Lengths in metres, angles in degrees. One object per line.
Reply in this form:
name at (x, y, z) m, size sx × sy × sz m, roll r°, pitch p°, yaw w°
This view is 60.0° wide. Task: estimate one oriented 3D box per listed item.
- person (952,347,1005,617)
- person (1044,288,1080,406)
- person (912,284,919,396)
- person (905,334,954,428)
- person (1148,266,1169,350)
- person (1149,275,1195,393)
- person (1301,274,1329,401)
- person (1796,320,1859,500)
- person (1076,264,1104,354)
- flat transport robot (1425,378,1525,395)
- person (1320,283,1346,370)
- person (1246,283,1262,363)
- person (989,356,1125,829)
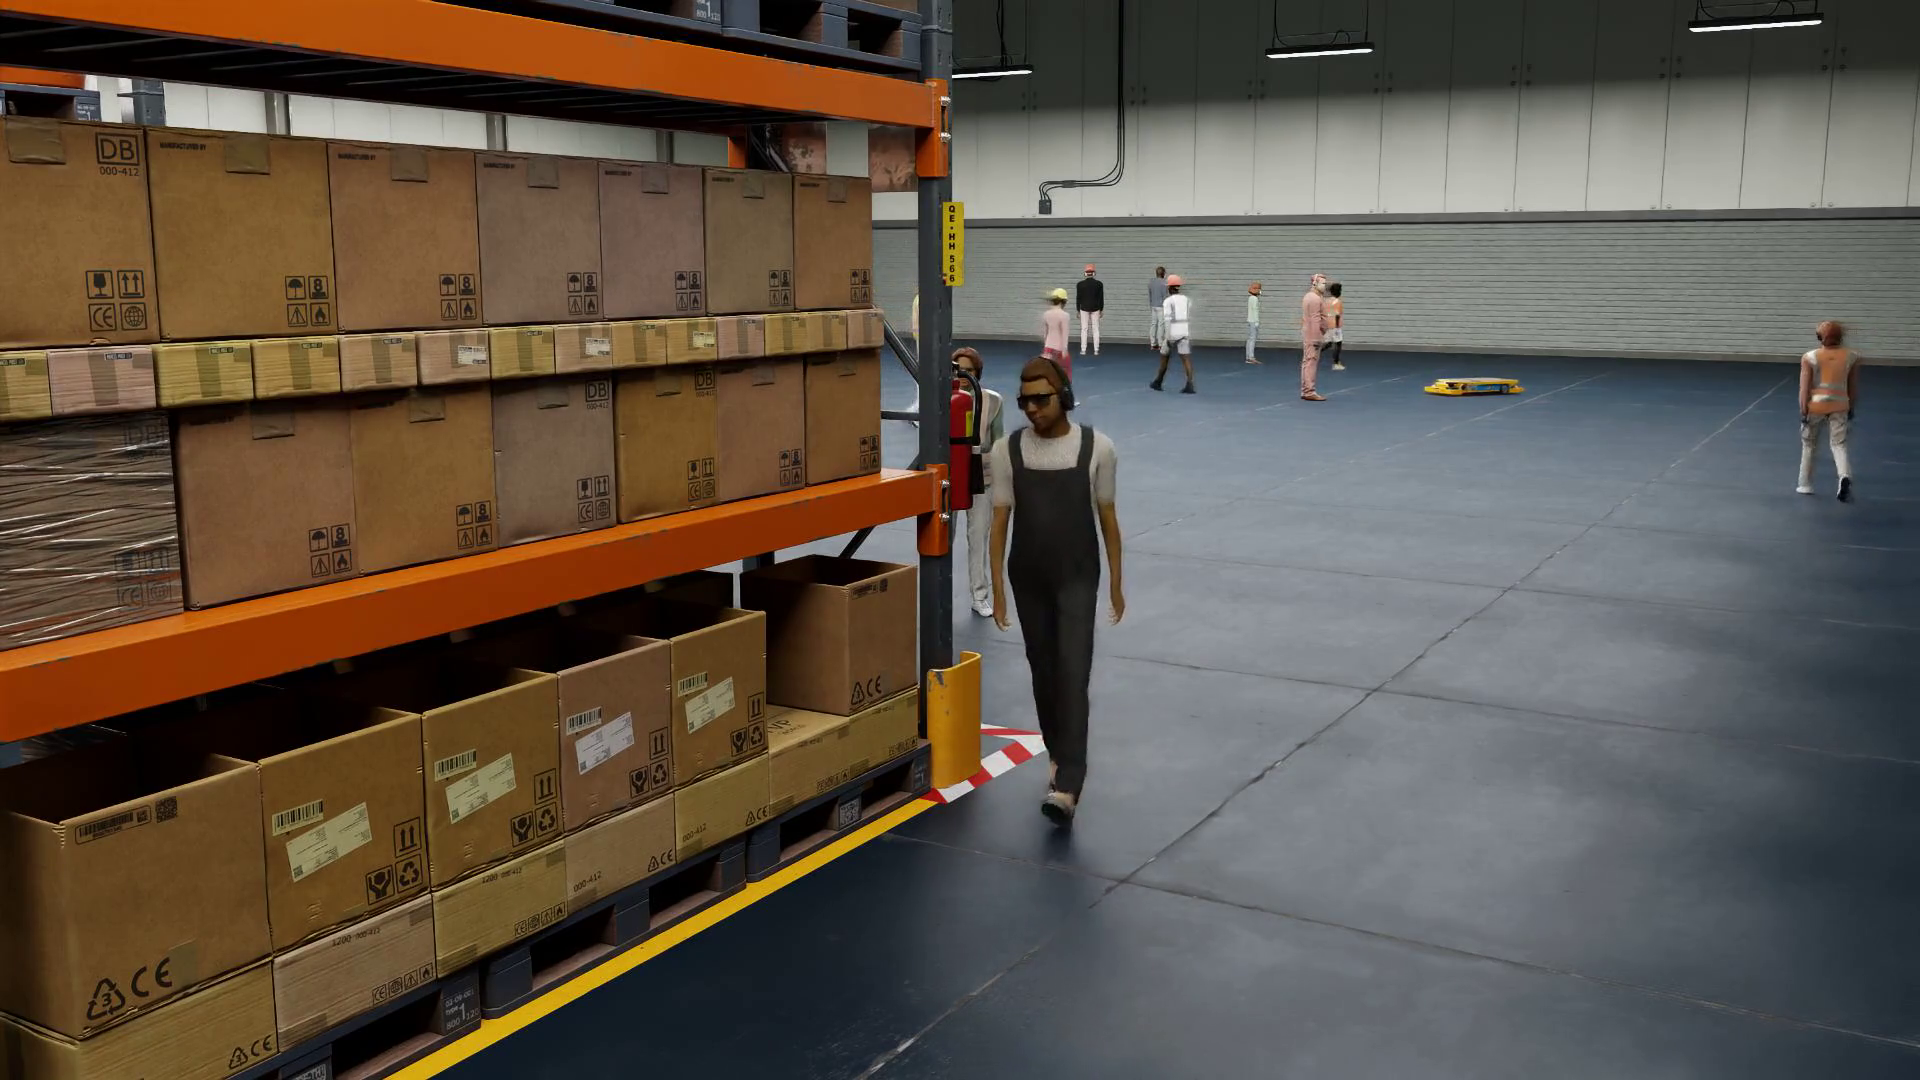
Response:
person at (0.025, -0.339, 10.003) m, size 0.523 × 1.636 × 0.310 m, roll -3°, pitch 10°, yaw -15°
person at (1.345, -2.750, 23.880) m, size 0.929 × 1.720 × 0.531 m, roll -9°, pitch 13°, yaw -43°
person at (-0.513, -3.110, 25.619) m, size 0.429 × 1.846 × 0.633 m, roll -2°, pitch 10°, yaw -10°
person at (-0.326, -2.356, 21.029) m, size 0.855 × 1.901 × 0.593 m, roll -6°, pitch 11°, yaw -30°
person at (4.641, -5.392, 38.708) m, size 0.373 × 1.940 × 0.628 m, roll -6°, pitch 12°, yaw -34°
person at (3.442, -3.293, 26.617) m, size 0.553 × 1.882 × 1.024 m, roll -5°, pitch 11°, yaw -28°
person at (5.370, -3.057, 25.144) m, size 0.400 × 1.905 × 0.643 m, roll 1°, pitch 10°, yaw 4°
person at (7.803, -1.167, 14.926) m, size 0.518 × 1.608 × 0.741 m, roll 2°, pitch 10°, yaw 11°
person at (2.878, -5.097, 36.825) m, size 0.609 × 1.993 × 0.382 m, roll 0°, pitch 10°, yaw 0°
flat transport robot at (8.151, -2.442, 26.313) m, size 1.431 × 0.197 × 0.652 m, roll -4°, pitch 10°, yaw -21°
person at (7.046, -4.068, 31.741) m, size 0.625 × 1.681 × 0.538 m, roll -2°, pitch 10°, yaw -14°
person at (6.002, -4.423, 33.922) m, size 0.269 × 1.632 × 0.509 m, roll -1°, pitch 10°, yaw -4°
person at (0.363, 0.189, 6.476) m, size 0.532 × 1.784 × 0.973 m, roll 2°, pitch 10°, yaw 10°
